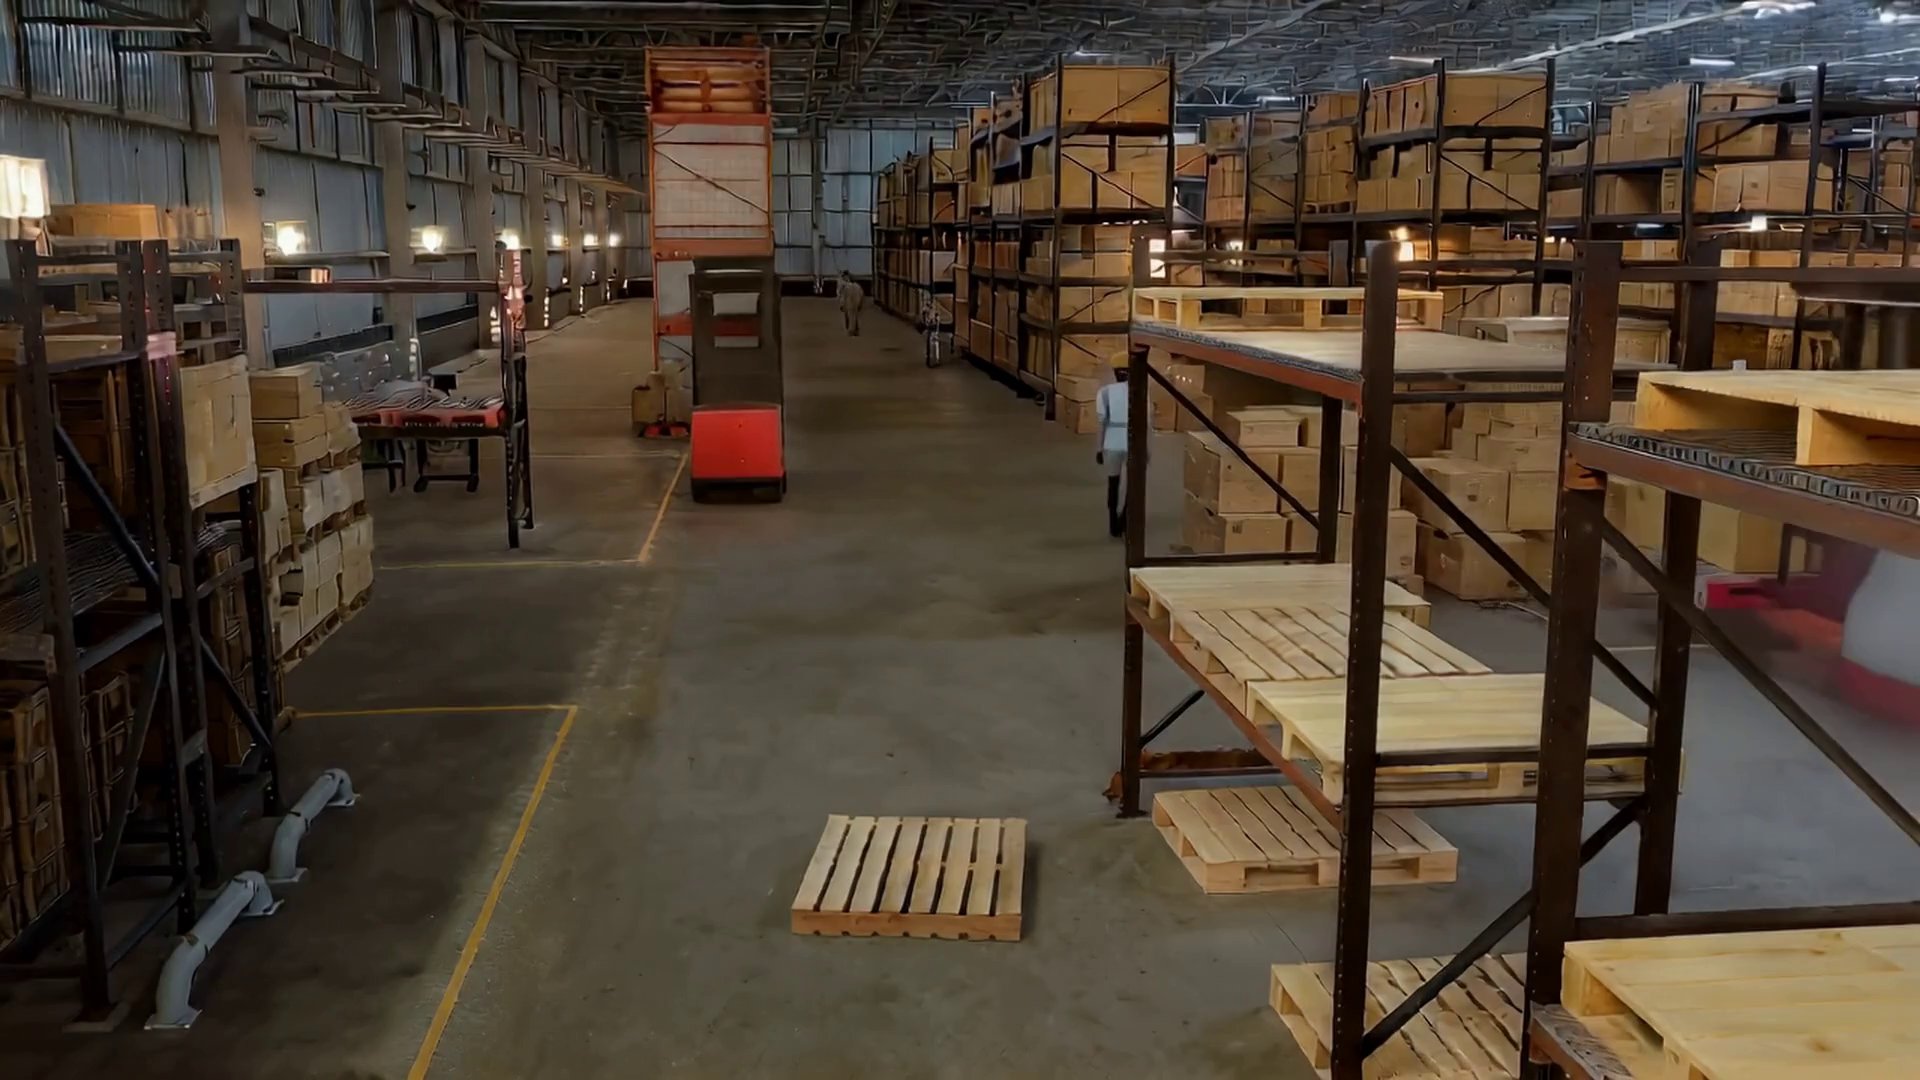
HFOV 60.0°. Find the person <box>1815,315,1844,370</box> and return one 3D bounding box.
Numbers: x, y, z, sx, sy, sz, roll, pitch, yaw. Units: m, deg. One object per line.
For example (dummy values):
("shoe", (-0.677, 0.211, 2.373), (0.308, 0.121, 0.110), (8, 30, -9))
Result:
("person", (13.112, -2.429, 25.094), (0.397, 1.911, 0.587), (10, 14, 43))

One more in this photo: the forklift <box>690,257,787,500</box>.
("forklift", (-2.661, -1.972, 19.860), (1.129, 2.768, 1.873), (-1, 10, -6))

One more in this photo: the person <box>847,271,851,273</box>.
("person", (-5.059, -11.626, 76.862), (0.580, 1.612, 0.652), (-6, 12, -29))

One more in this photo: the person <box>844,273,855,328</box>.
("person", (-3.834, -8.307, 57.671), (0.402, 1.904, 0.652), (6, 12, 30))

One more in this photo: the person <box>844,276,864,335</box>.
("person", (-3.405, -7.507, 53.285), (0.676, 1.879, 0.769), (-2, 11, -13))

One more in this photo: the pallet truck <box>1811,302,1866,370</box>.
("pallet truck", (15.846, -3.142, 28.793), (1.885, 1.965, 0.823), (2, 10, 12))

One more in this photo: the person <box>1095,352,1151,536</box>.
("person", (1.670, -0.974, 17.035), (0.586, 1.908, 0.434), (3, 11, 16))

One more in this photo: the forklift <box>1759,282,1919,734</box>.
("forklift", (6.308, -0.313, 10.668), (1.129, 2.768, 1.873), (-1, 10, -6))

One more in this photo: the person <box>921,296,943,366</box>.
("person", (-0.682, -5.072, 40.312), (0.535, 1.700, 0.318), (2, 10, 11))

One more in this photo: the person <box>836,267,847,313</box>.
("person", (-4.898, -10.530, 69.945), (0.637, 1.921, 0.614), (-2, 10, -11))
